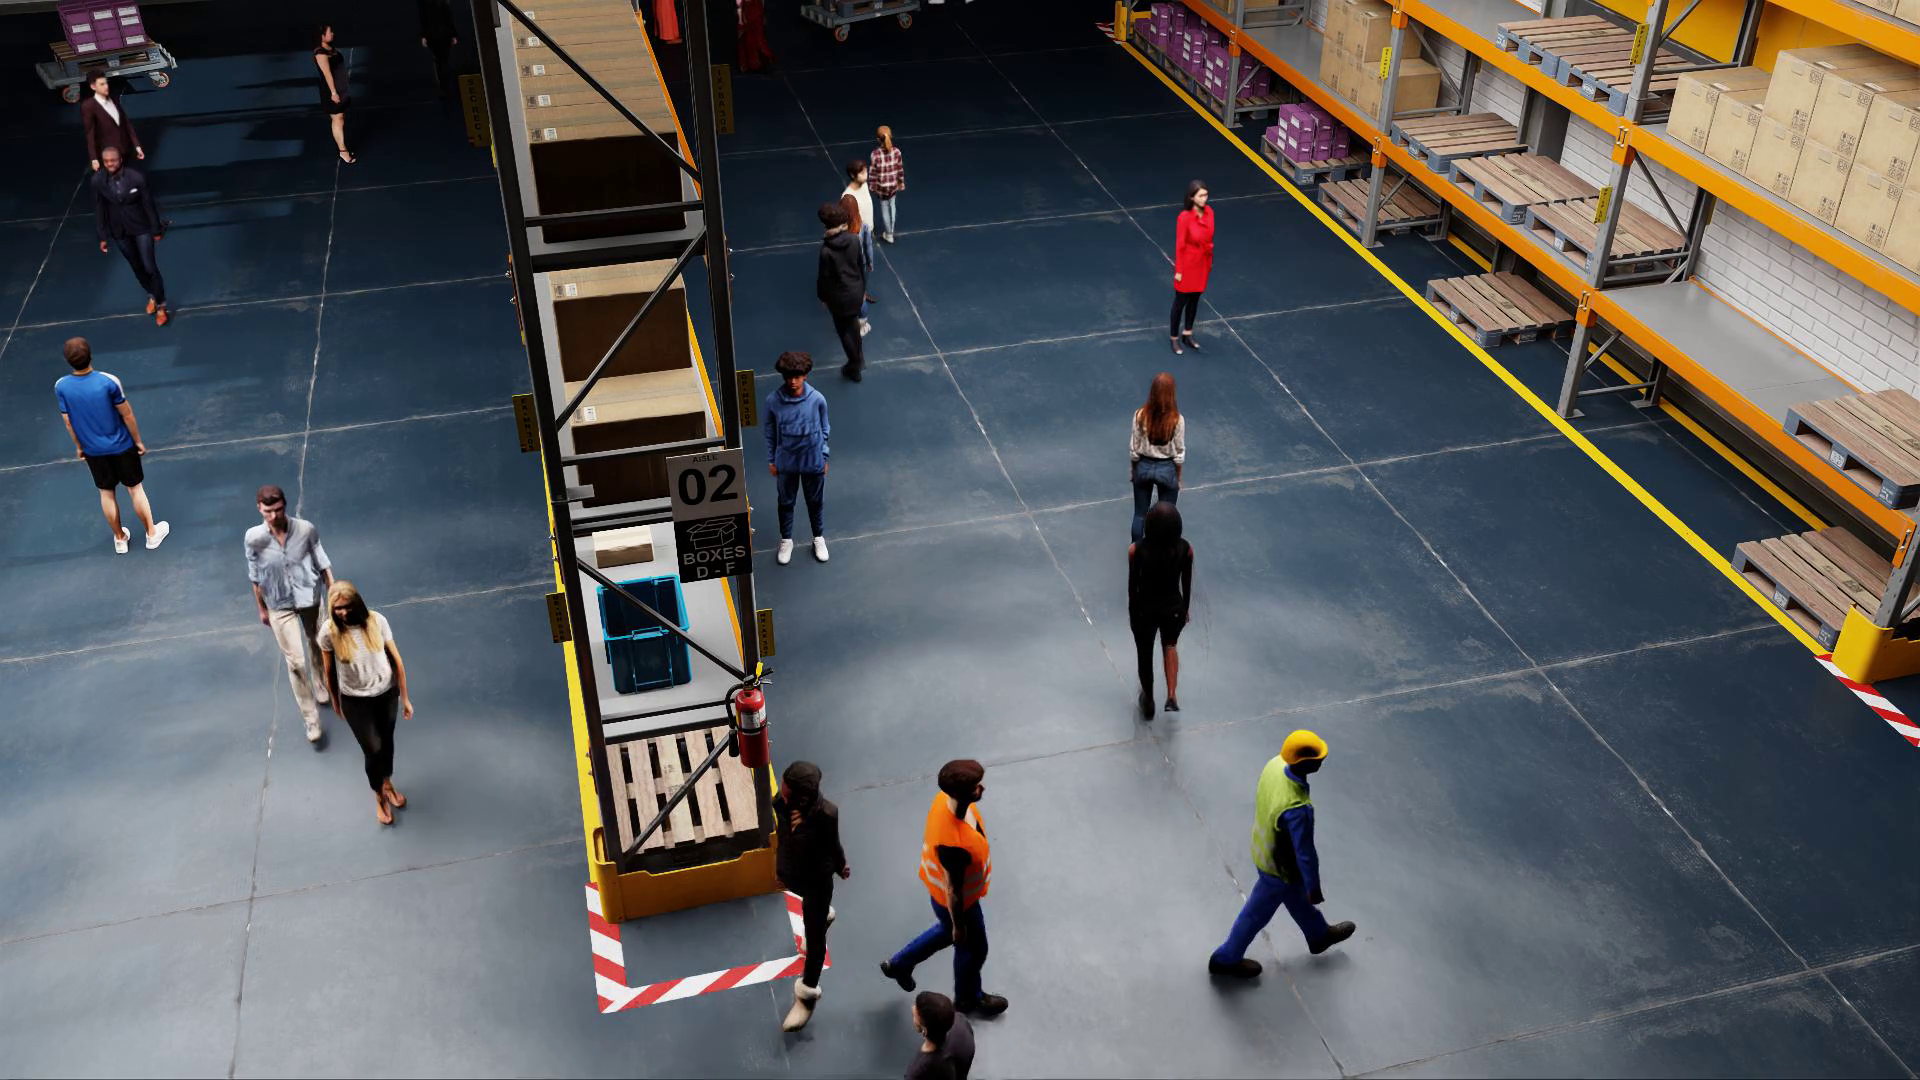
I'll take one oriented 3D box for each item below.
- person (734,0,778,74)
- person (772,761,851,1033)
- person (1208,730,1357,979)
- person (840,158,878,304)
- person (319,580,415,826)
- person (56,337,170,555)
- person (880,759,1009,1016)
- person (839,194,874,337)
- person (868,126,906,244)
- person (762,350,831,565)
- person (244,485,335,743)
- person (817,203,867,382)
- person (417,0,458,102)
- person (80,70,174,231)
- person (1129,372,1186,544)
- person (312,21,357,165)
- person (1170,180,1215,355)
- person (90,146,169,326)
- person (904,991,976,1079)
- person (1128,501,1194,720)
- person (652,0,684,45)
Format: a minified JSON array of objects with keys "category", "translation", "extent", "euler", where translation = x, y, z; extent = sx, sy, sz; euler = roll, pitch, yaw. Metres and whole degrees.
[{"category":"person","translation":[-2.871,-7.279,23.129],"extent":[0.871,1.634,0.969],"euler":[-28,43,-36]},{"category":"person","translation":[-0.941,1.939,9.256],"extent":[1.125,1.638,1.025],"euler":[-4,34,-6]},{"category":"person","translation":[1.708,1.799,9.347],"extent":[0.891,1.773,1.124],"euler":[-3,34,-5]},{"category":"person","translation":[-1.028,-3.117,16.911],"extent":[0.701,1.586,0.627],"euler":[16,37,22]},{"category":"person","translation":[-3.782,0.951,10.590],"extent":[0.700,1.808,0.762],"euler":[-21,39,-29]},{"category":"person","translation":[-6.724,-0.753,13.104],"extent":[0.638,1.864,0.550],"euler":[-8,34,-12]},{"category":"person","translation":[-0.092,1.914,9.087],"extent":[0.889,1.870,0.976],"euler":[0,34,-1]},{"category":"person","translation":[-1.069,-2.703,16.387],"extent":[0.605,1.477,0.561],"euler":[-2,34,-3]},{"category":"person","translation":[-0.786,-3.906,18.364],"extent":[0.577,1.291,0.692],"euler":[-12,35,-18]},{"category":"person","translation":[-1.263,-0.661,13.012],"extent":[0.702,1.811,0.611],"euler":[-4,34,-6]},{"category":"person","translation":[-4.574,0.382,11.431],"extent":[0.814,1.824,1.055],"euler":[-16,37,-23]},{"category":"person","translation":[-1.026,-2.253,15.464],"extent":[0.732,1.750,0.738],"euler":[-22,40,-30]},{"category":"person","translation":[-6.947,-6.634,22.118],"extent":[0.679,1.679,0.666],"euler":[-3,34,-4]},{"category":"person","translation":[-9.433,-4.286,18.457],"extent":[1.156,1.822,1.212],"euler":[10,35,14]},{"category":"person","translation":[1.520,-0.518,12.872],"extent":[0.651,1.729,0.672],"euler":[10,35,15]},{"category":"person","translation":[-7.674,-5.481,20.349],"extent":[0.713,1.718,0.543],"euler":[-11,35,-16]},{"category":"person","translation":[2.239,-2.641,16.049],"extent":[0.707,1.748,0.723],"euler":[-22,39,-29]},{"category":"person","translation":[-8.296,-3.121,16.730],"extent":[0.806,1.793,0.961],"euler":[-2,34,-3]},{"category":"person","translation":[-0.026,2.794,7.880],"extent":[1.193,1.739,1.084],"euler":[20,39,28]},{"category":"person","translation":[1.340,0.546,11.267],"extent":[0.650,1.733,0.722],"euler":[-1,34,-1]},{"category":"person","translation":[-4.355,-8.215,24.383],"extent":[0.732,1.806,0.587],"euler":[-16,37,-23]}]
